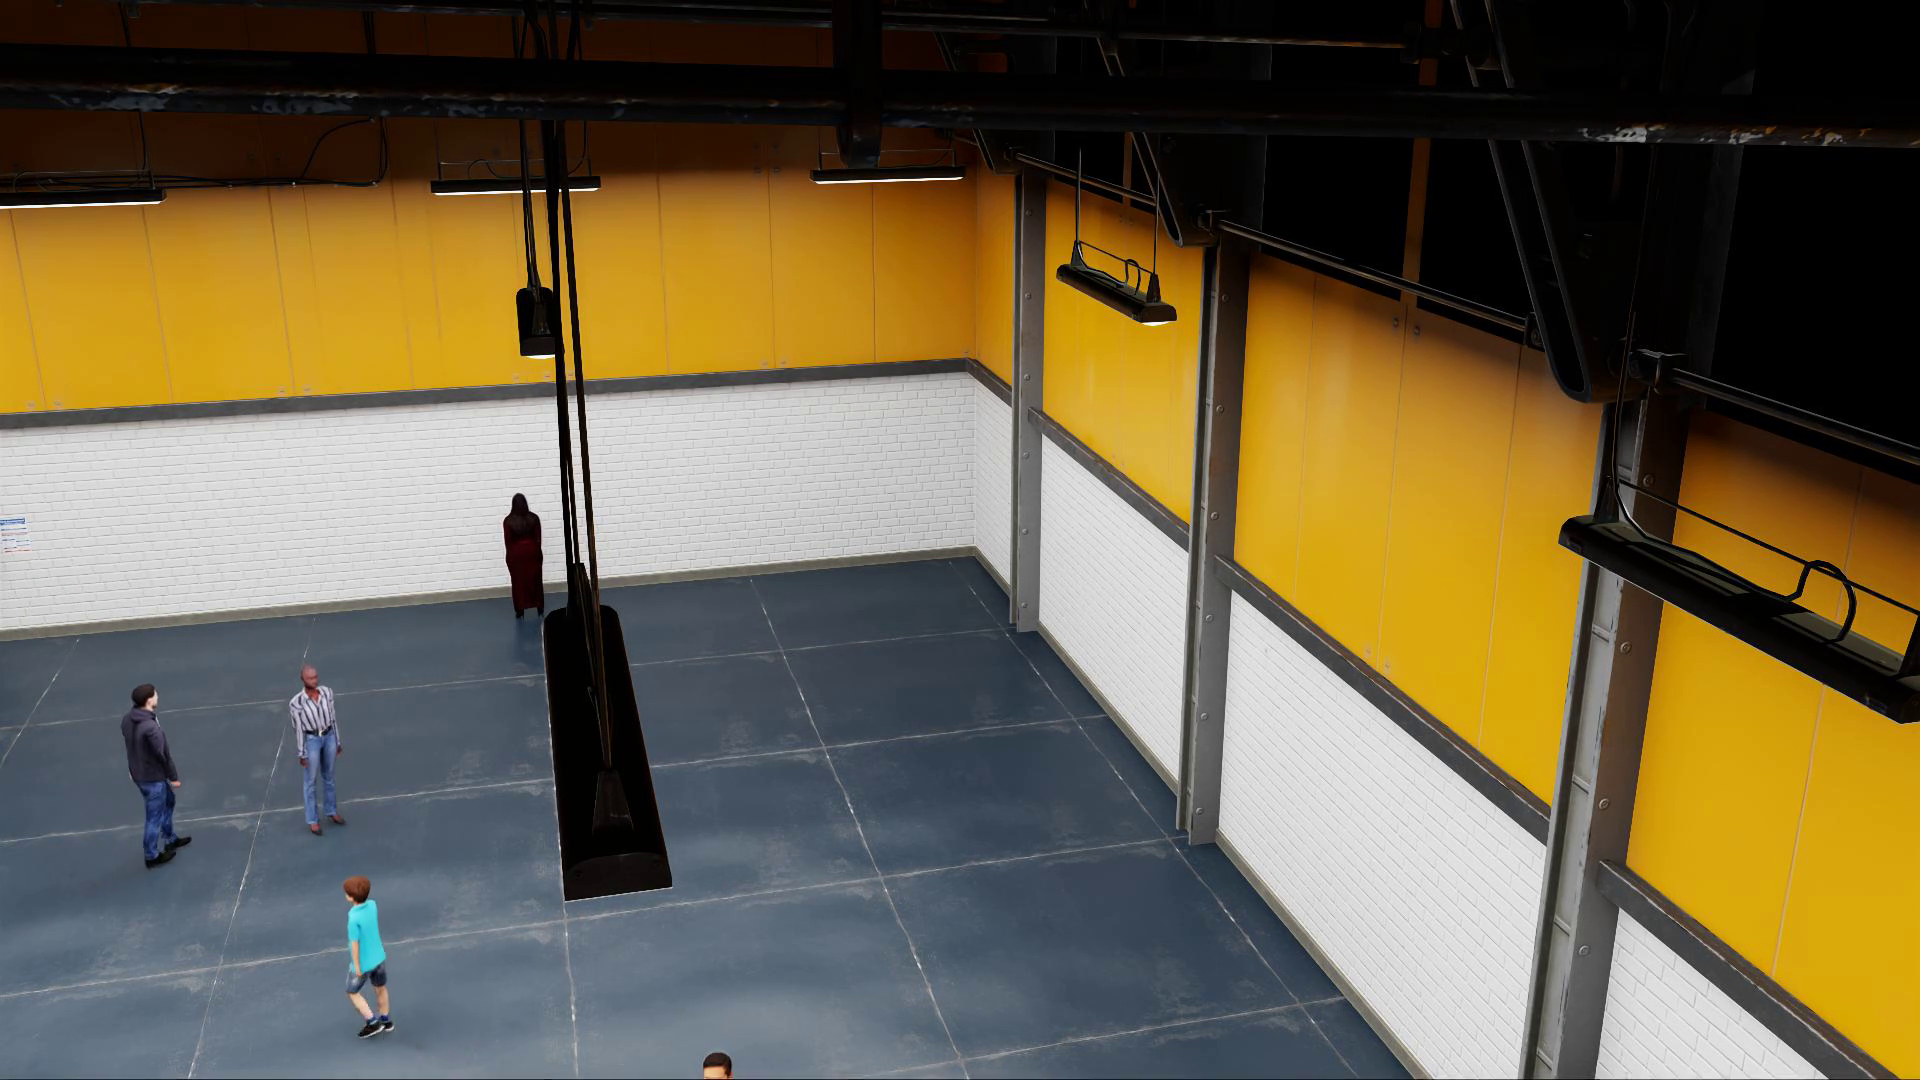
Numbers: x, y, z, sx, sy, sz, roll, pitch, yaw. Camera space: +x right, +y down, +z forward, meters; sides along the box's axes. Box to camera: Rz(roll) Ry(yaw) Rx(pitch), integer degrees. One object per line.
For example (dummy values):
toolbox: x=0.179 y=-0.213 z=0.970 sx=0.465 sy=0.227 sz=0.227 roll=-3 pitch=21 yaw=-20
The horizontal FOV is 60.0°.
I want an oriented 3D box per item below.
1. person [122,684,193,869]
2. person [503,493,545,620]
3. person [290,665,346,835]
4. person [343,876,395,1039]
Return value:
person: x=-7.937 y=2.323 z=16.132 sx=0.903 sy=1.871 sz=0.965 roll=14 pitch=23 yaw=36
person: x=-5.908 y=0.212 z=22.578 sx=0.709 sy=1.758 sz=0.666 roll=-9 pitch=21 yaw=-26
person: x=-6.535 y=2.101 z=16.914 sx=0.756 sy=1.794 sz=0.718 roll=13 pitch=23 yaw=34
person: x=-4.788 y=3.407 z=13.588 sx=0.673 sy=1.441 sz=0.596 roll=6 pitch=20 yaw=18
